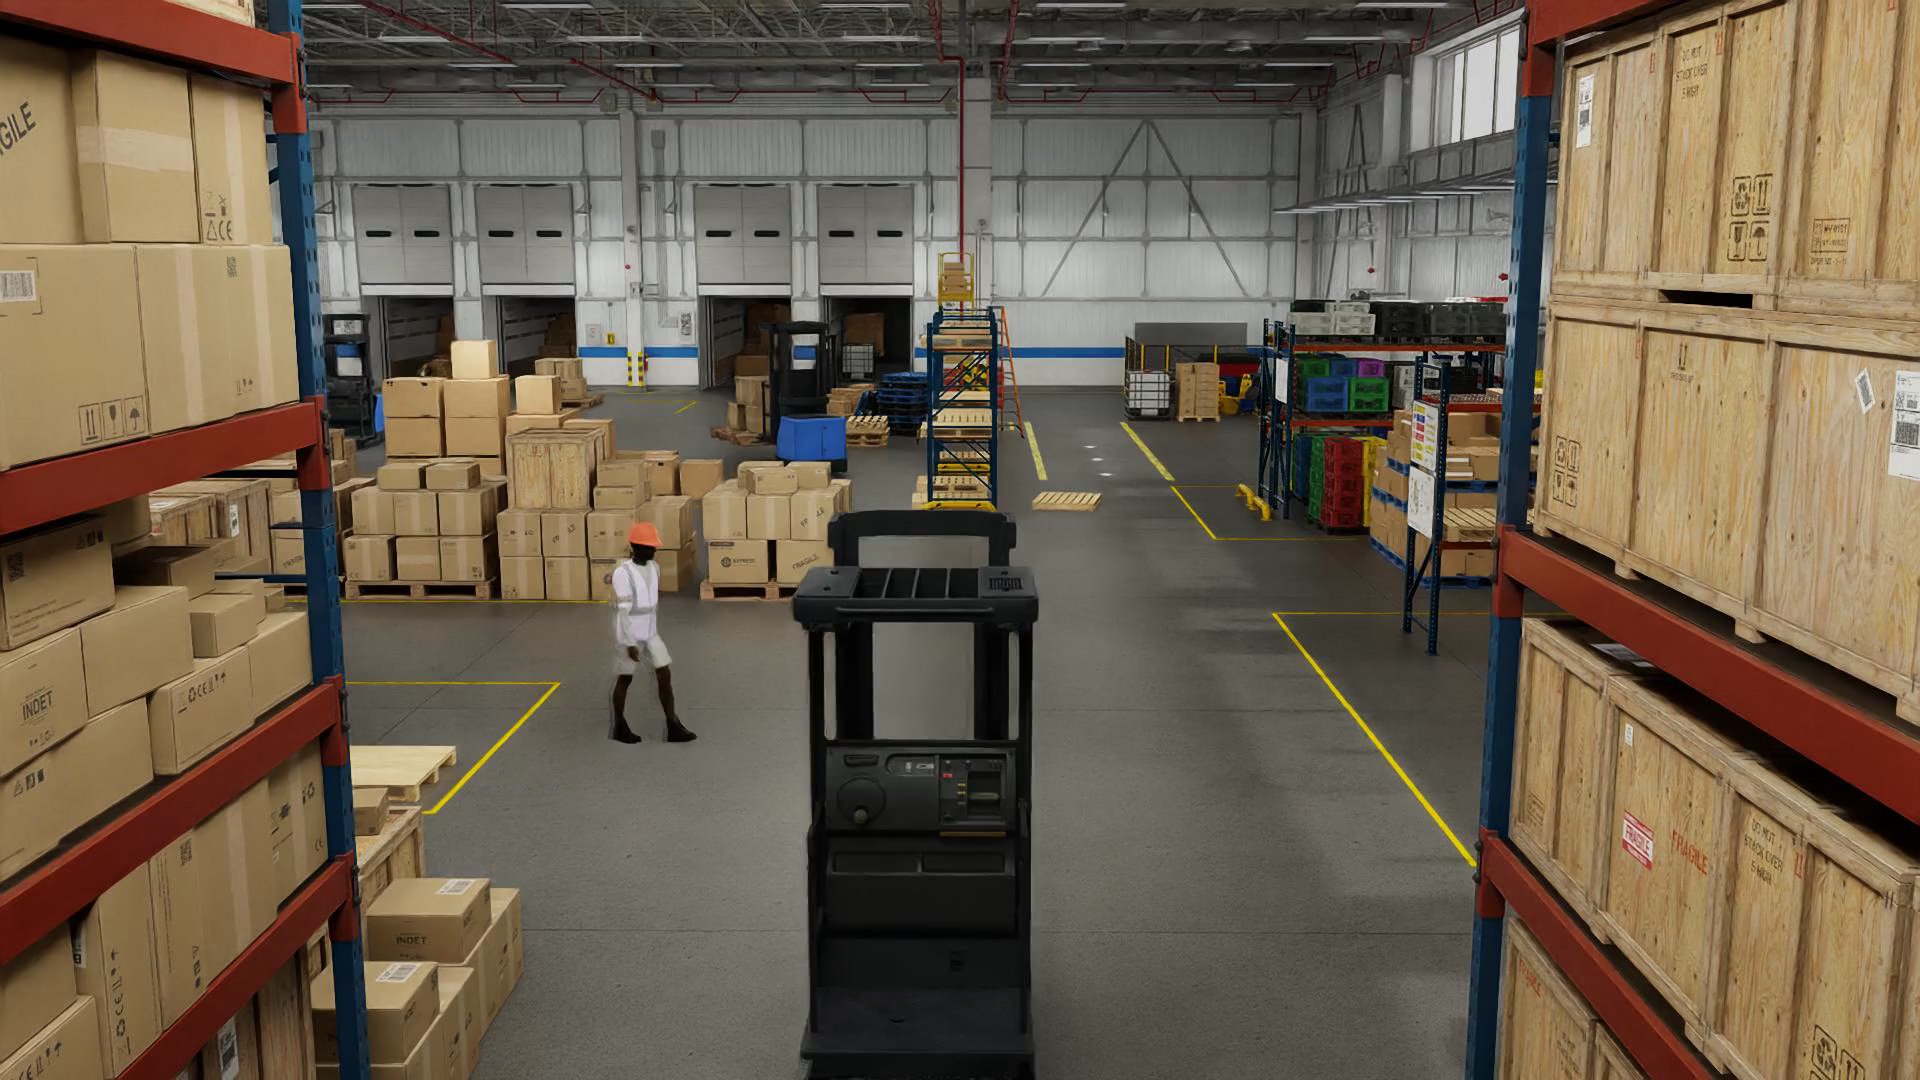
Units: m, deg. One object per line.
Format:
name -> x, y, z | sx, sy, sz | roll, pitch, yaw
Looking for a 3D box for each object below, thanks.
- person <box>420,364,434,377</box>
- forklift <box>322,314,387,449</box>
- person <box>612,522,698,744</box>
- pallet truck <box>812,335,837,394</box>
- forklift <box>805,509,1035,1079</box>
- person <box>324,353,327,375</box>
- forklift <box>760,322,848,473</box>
person -> -10.544, -2.530, 33.061 | 0.651, 1.920, 0.636 | -3, 10, -16
forklift -> -12.976, -3.414, 35.398 | 1.129, 2.768, 1.873 | 0, 10, 1
person -> -2.603, 0.805, 13.894 | 0.889, 1.901, 0.571 | 6, 12, 32
pallet truck -> -3.021, -4.312, 43.126 | 1.885, 1.965, 0.823 | 3, 10, 17
forklift -> -0.186, 1.241, 8.542 | 1.129, 2.768, 1.873 | 0, 10, 1
person -> -15.796, -3.850, 41.443 | 0.540, 1.644, 0.870 | -8, 12, -37
forklift -> -2.942, -2.700, 31.278 | 1.129, 2.768, 1.873 | -5, 11, -26
